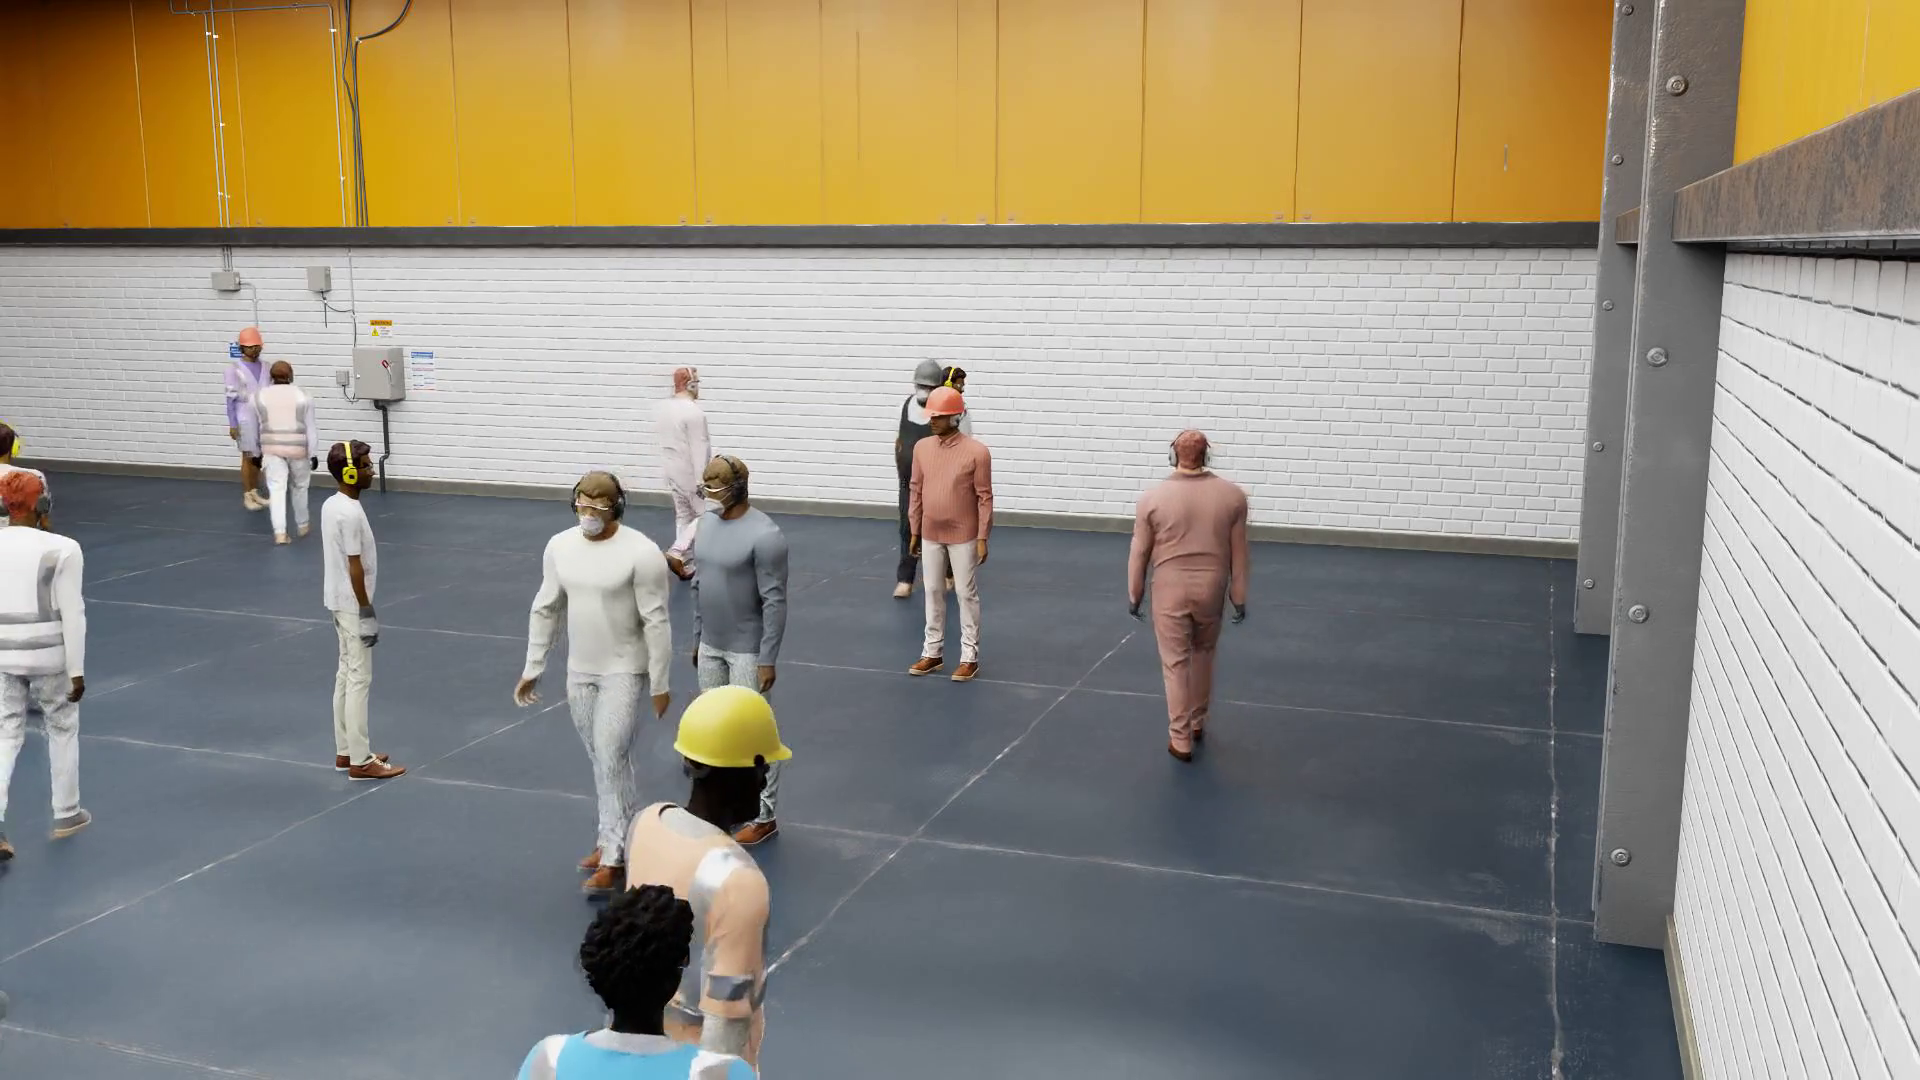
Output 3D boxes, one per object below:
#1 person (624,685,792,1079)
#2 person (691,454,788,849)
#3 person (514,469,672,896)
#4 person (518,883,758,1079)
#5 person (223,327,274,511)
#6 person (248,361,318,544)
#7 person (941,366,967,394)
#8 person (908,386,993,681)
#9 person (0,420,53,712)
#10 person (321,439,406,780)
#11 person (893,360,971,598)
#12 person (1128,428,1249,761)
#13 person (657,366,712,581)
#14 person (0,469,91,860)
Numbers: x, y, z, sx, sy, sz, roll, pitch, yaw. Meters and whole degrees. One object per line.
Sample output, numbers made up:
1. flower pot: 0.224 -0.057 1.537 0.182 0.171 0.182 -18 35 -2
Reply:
1. person: -0.645 1.277 4.128 1.043 1.867 0.591 -9 14 -42
2. person: -1.096 0.534 8.118 0.627 1.934 0.371 9 14 42
3. person: -1.699 0.647 7.539 0.662 1.917 0.742 6 11 28
4. person: -0.592 1.501 3.423 0.544 1.681 0.581 4 11 20
5. person: -7.809 -1.332 18.388 0.470 2.032 0.635 6 12 32
6. person: -6.681 -0.874 16.448 0.643 1.795 0.953 -3 10 -15
7. person: -0.090 -0.602 14.715 0.329 1.865 0.515 1 10 5
8. person: -0.081 -0.042 11.193 0.623 1.990 0.391 6 12 29
9. person: -6.015 0.158 10.535 0.537 1.842 0.889 -6 12 -30
10. person: -3.317 0.381 9.151 0.330 1.874 0.518 -6 12 -32
11. person: -0.257 -0.525 13.776 0.698 2.000 0.904 4 11 19
12. person: 1.285 0.286 9.638 0.673 1.881 0.785 -1 10 -7
13. person: -2.362 -0.559 14.391 0.464 1.887 0.664 -7 12 -36
14. person: -4.497 0.600 7.955 0.595 1.865 0.813 -1 10 -6
